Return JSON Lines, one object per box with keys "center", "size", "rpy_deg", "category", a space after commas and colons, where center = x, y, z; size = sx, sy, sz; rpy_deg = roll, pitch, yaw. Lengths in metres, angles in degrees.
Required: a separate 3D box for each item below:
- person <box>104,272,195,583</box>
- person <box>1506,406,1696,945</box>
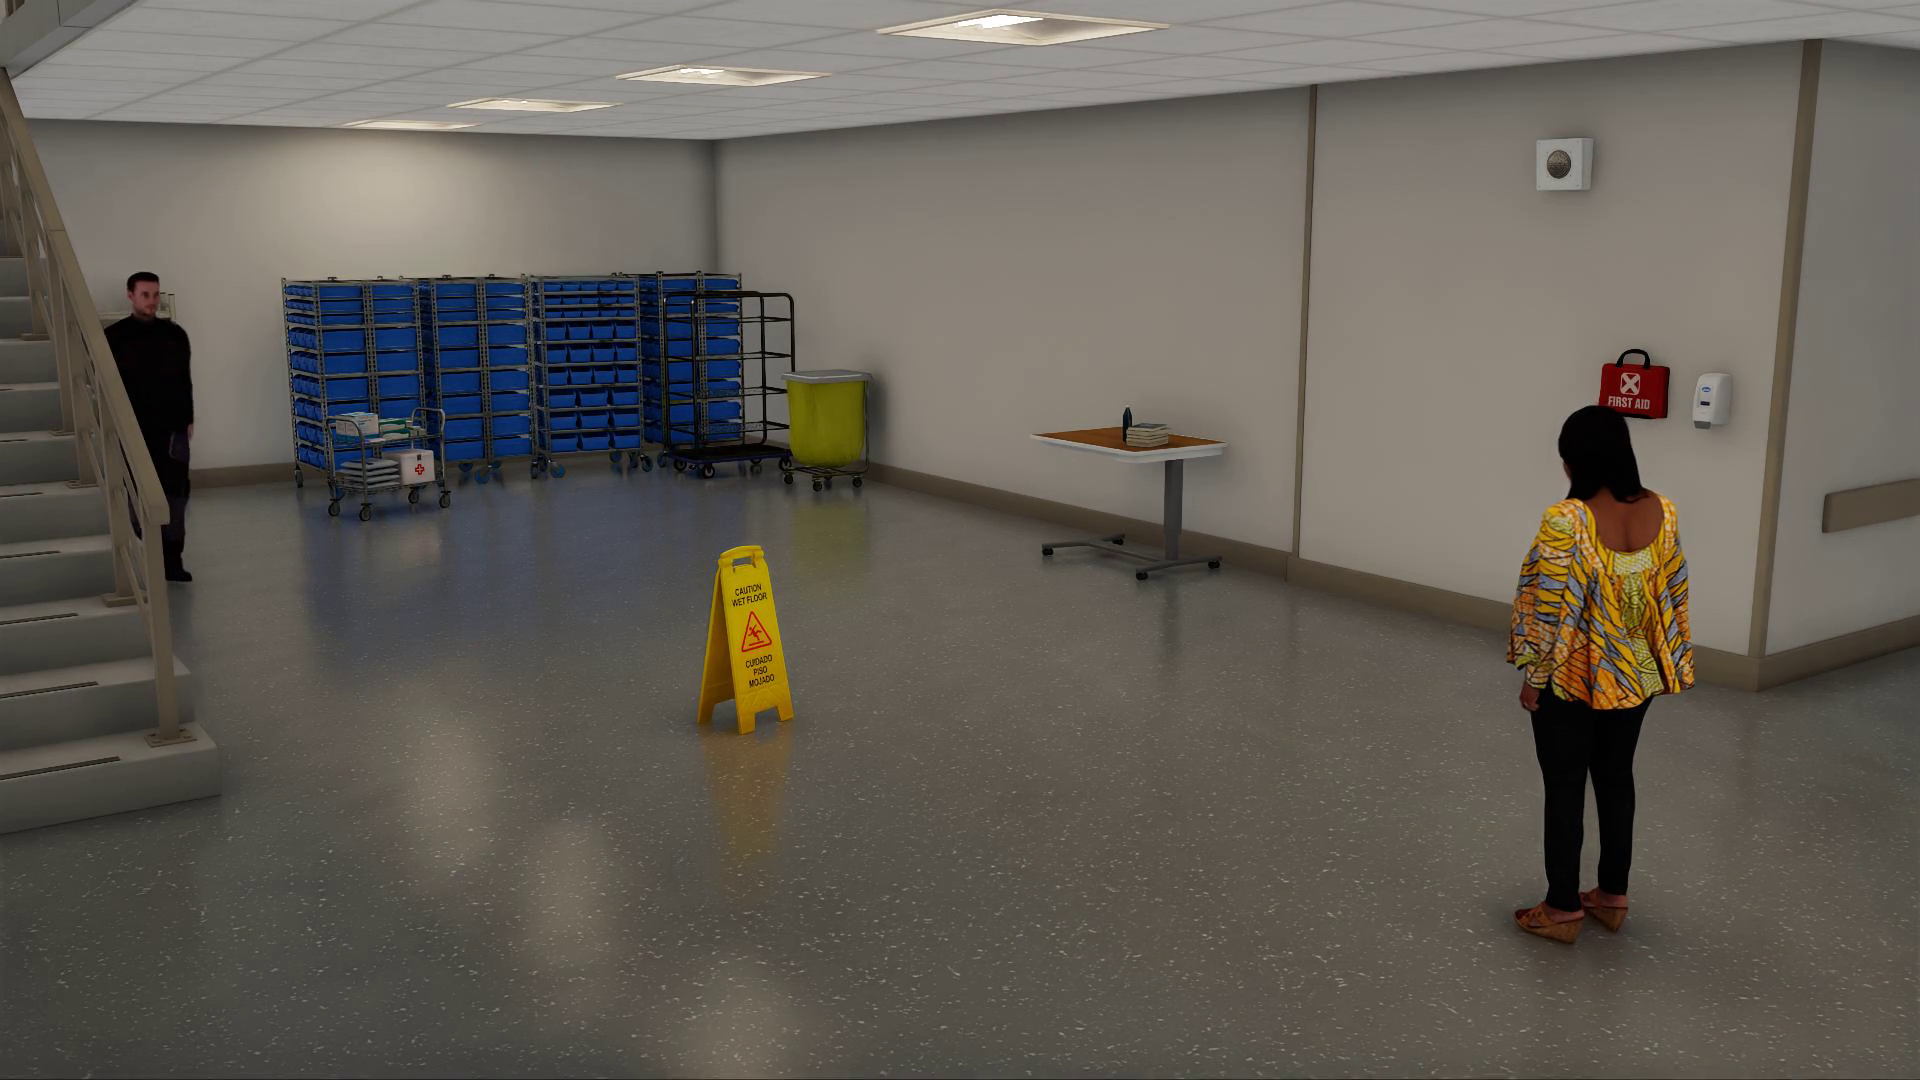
{"center": [-4.963, -0.674, 10.131], "size": [0.870, 1.899, 0.774], "rpy_deg": [10, 15, 43], "category": "person"}
{"center": [1.929, 0.413, 5.073], "size": [0.764, 1.649, 0.800], "rpy_deg": [-5, 12, -24], "category": "person"}
